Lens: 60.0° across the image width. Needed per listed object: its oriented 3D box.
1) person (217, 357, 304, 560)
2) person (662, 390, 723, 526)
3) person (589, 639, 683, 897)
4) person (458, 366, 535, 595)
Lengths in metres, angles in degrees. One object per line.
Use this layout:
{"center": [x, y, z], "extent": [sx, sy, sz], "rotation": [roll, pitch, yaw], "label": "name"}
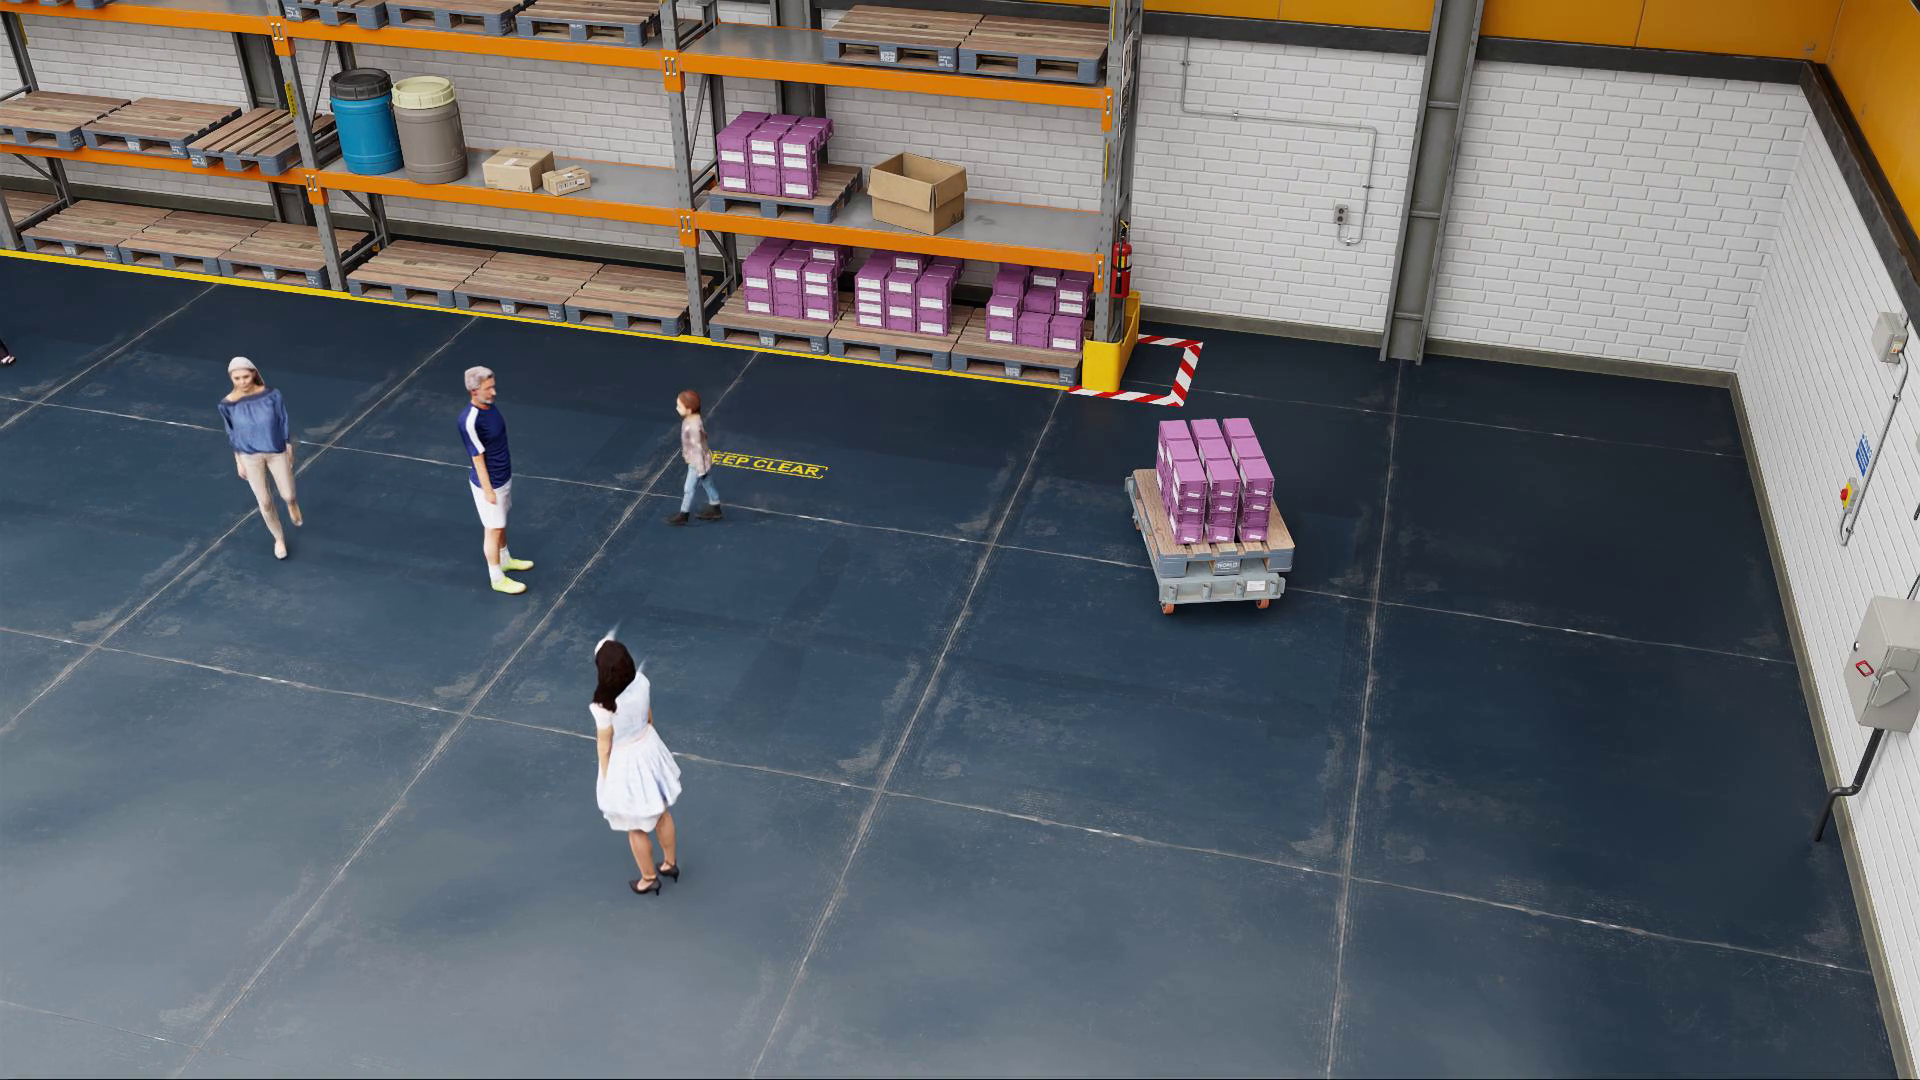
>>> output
{"center": [-5.370, -0.680, 12.819], "extent": [0.853, 1.684, 0.895], "rotation": [-12, 35, -17], "label": "person"}
{"center": [-2.036, -0.655, 13.238], "extent": [0.778, 1.180, 0.653], "rotation": [-5, 34, -8], "label": "person"}
{"center": [-1.886, 1.341, 9.671], "extent": [0.855, 1.805, 0.813], "rotation": [25, 41, 32], "label": "person"}
{"center": [-3.492, -0.473, 12.373], "extent": [0.640, 1.834, 0.688], "rotation": [0, 34, 1], "label": "person"}
